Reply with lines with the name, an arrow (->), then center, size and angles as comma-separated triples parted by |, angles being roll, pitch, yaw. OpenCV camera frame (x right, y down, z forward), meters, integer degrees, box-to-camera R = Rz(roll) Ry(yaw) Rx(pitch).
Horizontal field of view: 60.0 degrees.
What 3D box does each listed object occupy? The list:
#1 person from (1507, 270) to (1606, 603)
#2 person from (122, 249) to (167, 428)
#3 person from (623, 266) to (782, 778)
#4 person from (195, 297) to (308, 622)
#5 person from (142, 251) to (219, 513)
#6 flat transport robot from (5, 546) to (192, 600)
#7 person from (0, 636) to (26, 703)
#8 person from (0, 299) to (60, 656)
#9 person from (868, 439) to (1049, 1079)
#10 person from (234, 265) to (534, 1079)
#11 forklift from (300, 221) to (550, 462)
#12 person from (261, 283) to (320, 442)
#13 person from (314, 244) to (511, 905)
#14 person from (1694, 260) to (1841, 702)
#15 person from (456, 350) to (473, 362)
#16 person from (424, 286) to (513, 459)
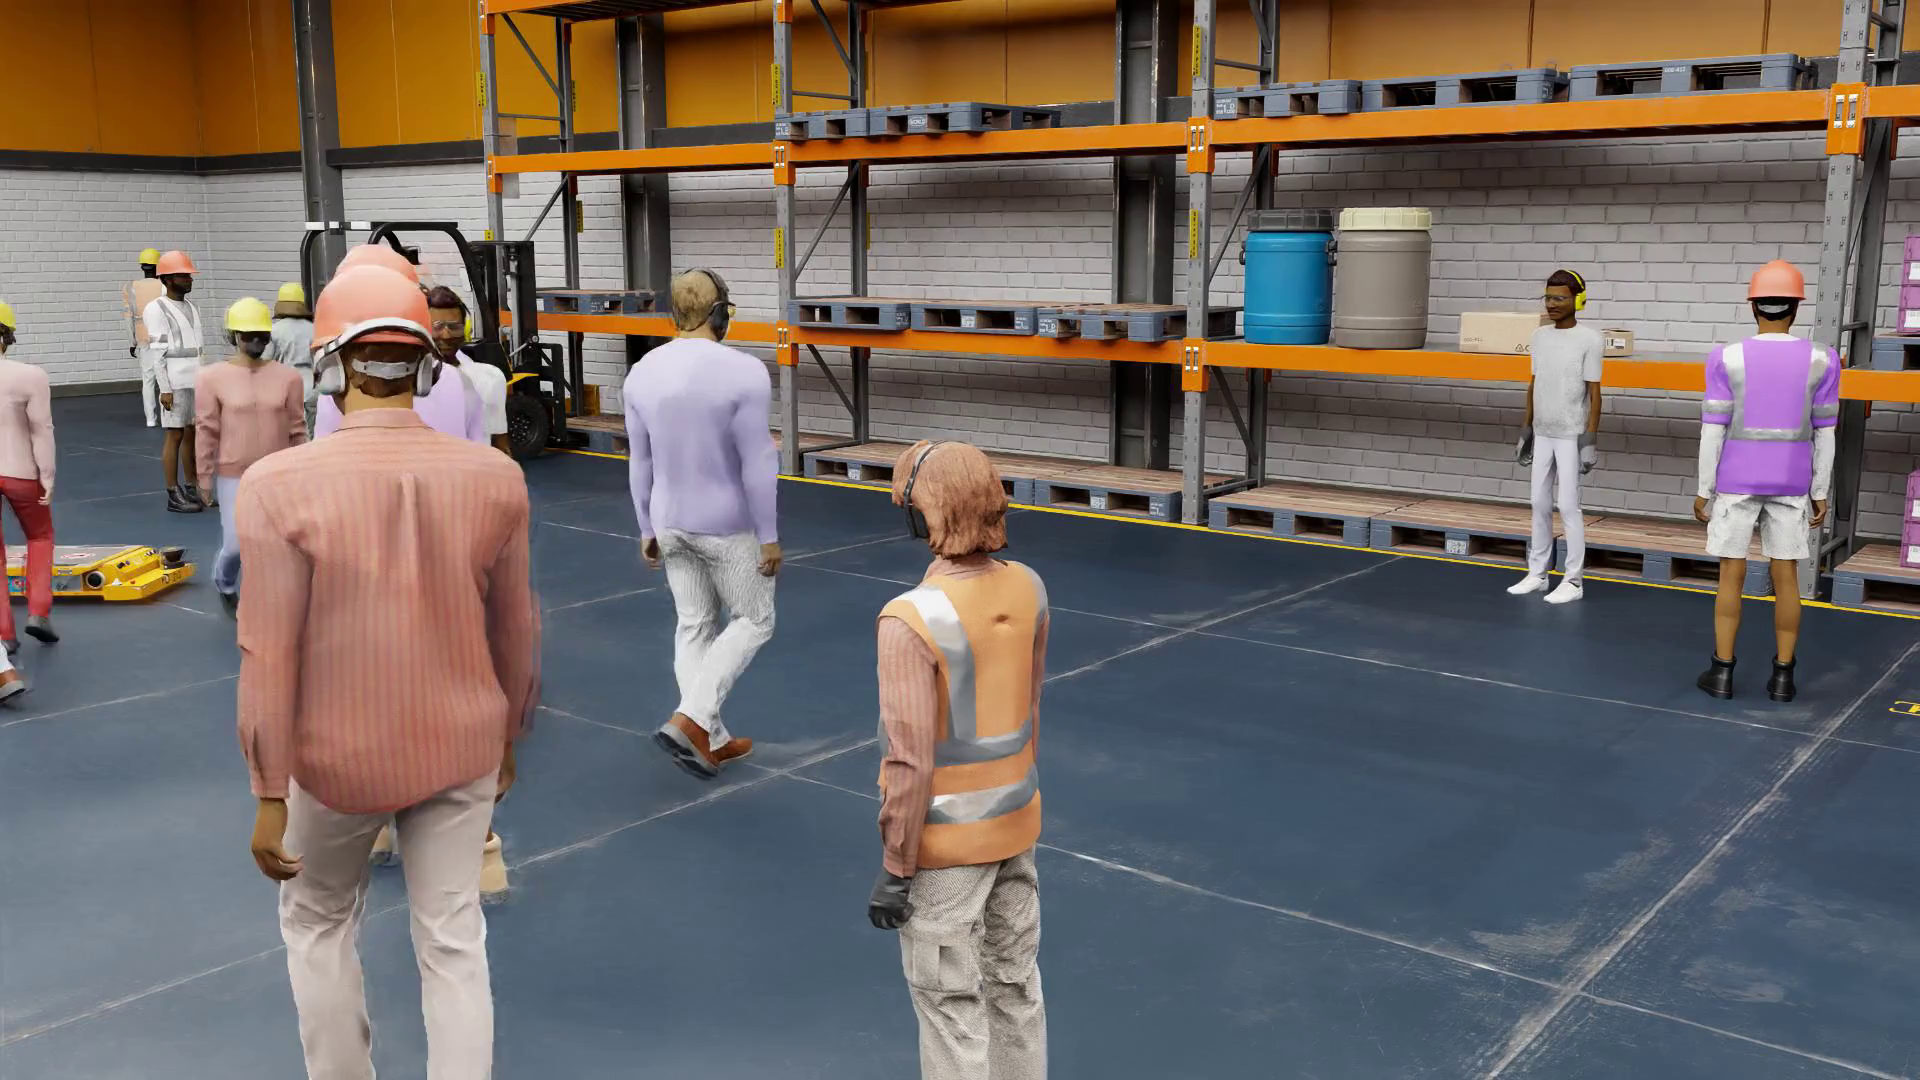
person -> 3.358, -0.577, 9.340 | 0.321, 1.860, 0.518 | -5, 11, -27
person -> -8.684, -2.171, 17.973 | 0.585, 1.928, 0.369 | -2, 10, -12
person -> -0.959, -0.039, 6.155 | 0.646, 1.929, 0.537 | 6, 12, 28
person -> -3.567, -0.346, 8.358 | 0.543, 1.746, 0.665 | -8, 13, -38
person -> -5.800, -1.178, 12.429 | 0.347, 1.943, 0.545 | 2, 10, 8
flat transport robot -> -5.262, 0.184, 9.516 | 1.431, 0.197, 0.652 | 0, 10, -2
person -> -4.536, -0.187, 7.108 | 1.022, 1.896, 0.633 | 3, 11, 18
person -> -4.692, -0.306, 8.134 | 0.521, 1.746, 0.405 | -4, 11, -20
person -> 0.004, 0.613, 3.353 | 0.311, 1.636, 0.523 | 7, 12, 34
person -> -1.203, 0.426, 3.469 | 0.637, 1.966, 0.679 | -8, 13, -38
forklift -> -4.922, -1.741, 14.854 | 1.214, 2.155, 2.313 | 8, 13, 38
person -> -5.094, -1.122, 12.811 | 0.897, 1.693, 0.494 | 9, 14, 41
person -> -1.798, 0.114, 5.118 | 0.978, 1.999, 0.621 | 3, 11, 17
person -> 3.527, -0.253, 7.325 | 0.551, 1.933, 0.372 | 3, 11, 14
person -> -2.461, -0.292, 7.951 | 0.602, 1.795, 0.912 | 4, 11, 22
person -> -2.061, -0.103, 6.743 | 0.527, 1.849, 0.731 | -4, 11, -23
